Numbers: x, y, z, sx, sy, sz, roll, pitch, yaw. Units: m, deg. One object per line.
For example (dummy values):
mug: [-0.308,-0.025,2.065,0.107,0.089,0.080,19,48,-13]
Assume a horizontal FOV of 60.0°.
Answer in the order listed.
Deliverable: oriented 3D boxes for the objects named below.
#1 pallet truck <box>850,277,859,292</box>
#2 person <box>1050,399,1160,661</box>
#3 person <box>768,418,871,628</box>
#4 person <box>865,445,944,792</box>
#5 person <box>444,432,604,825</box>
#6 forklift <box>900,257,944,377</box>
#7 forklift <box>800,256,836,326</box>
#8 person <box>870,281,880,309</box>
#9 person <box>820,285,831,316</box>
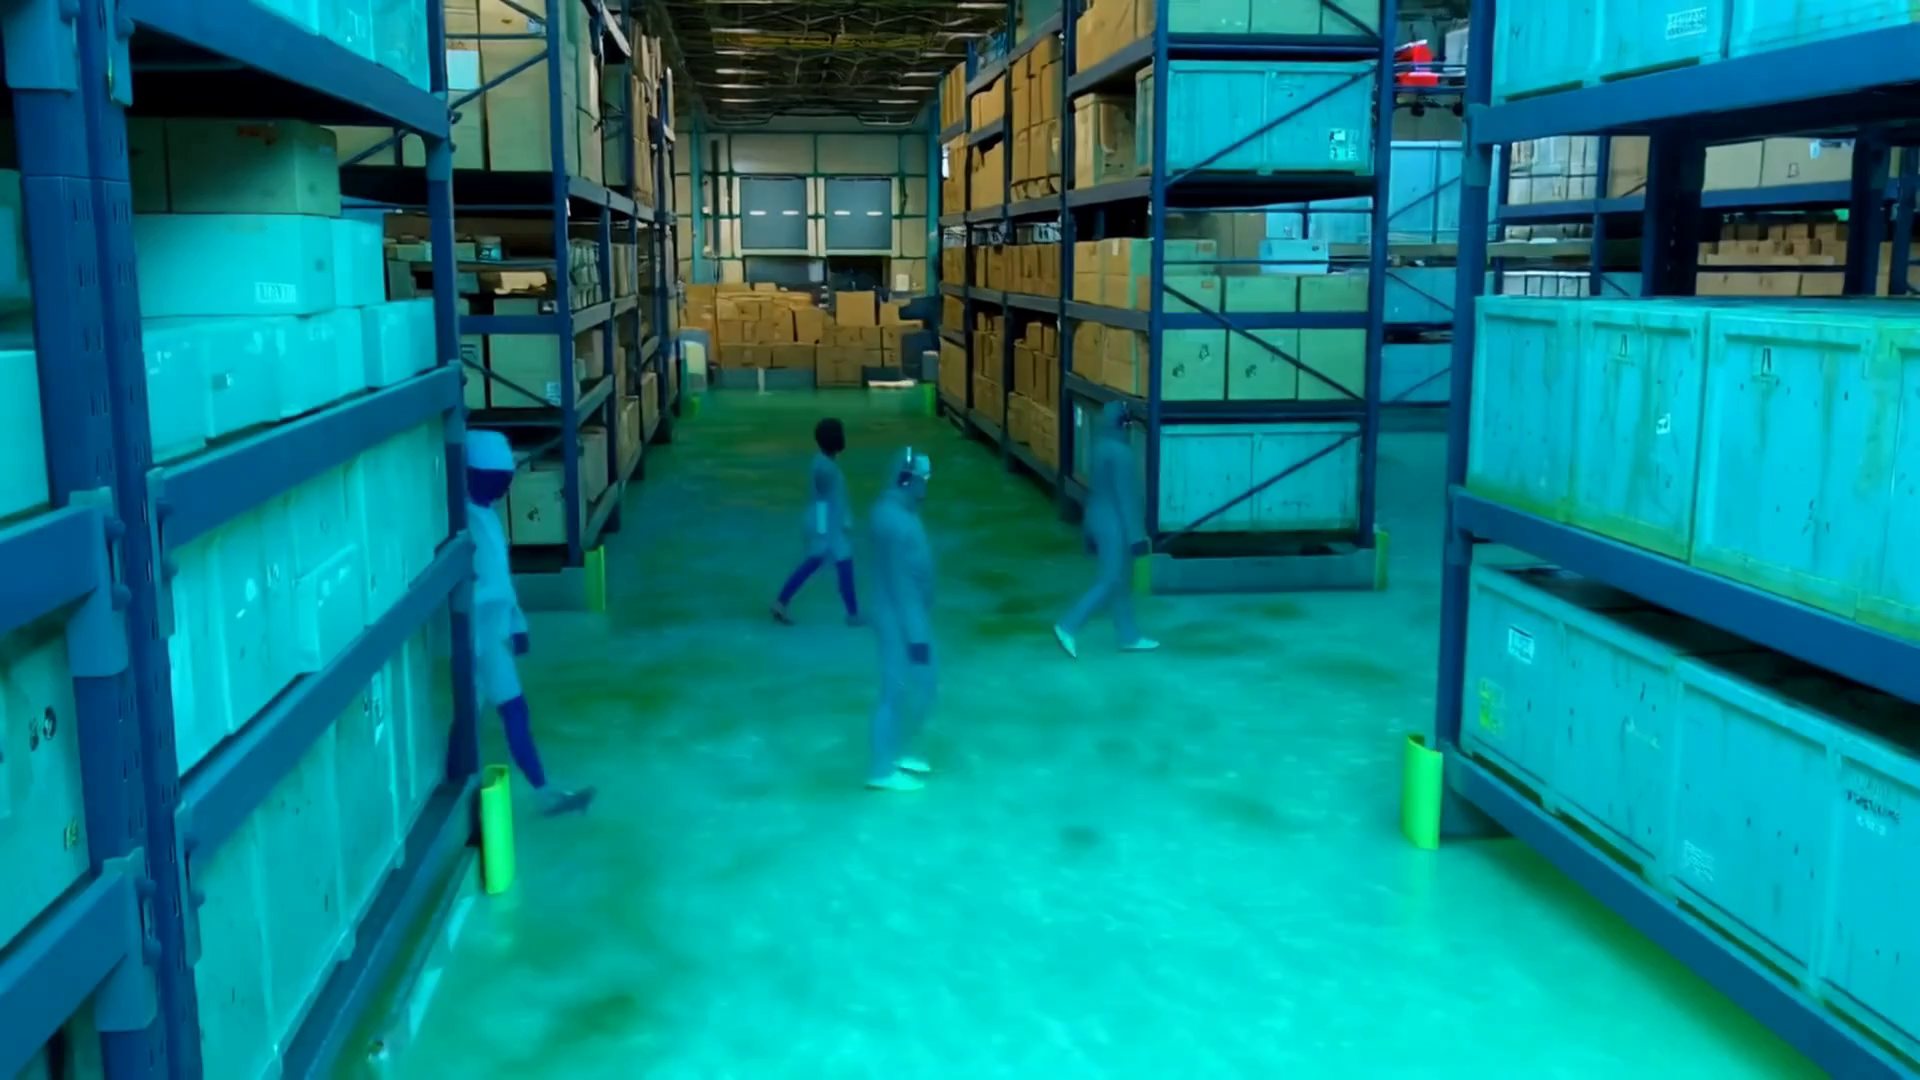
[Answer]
pallet truck: [-3.782,-9.391,65.808,1.885,1.965,0.823,2,10,10]
person: [1.054,-0.074,11.902,0.868,1.880,0.642,-3,10,-17]
person: [-1.078,-0.125,12.863,0.871,1.658,0.542,-1,10,-8]
person: [-0.276,0.429,8.942,0.524,1.886,0.688,-1,10,-7]
person: [-2.270,0.458,8.434,0.897,2.004,0.622,-1,10,-8]
forklift: [-0.369,-5.230,39.013,1.873,2.768,1.129,5,11,26]
forklift: [-5.102,-8.570,58.460,1.129,2.768,1.873,-6,12,-33]
person: [-3.236,-8.704,62.119,1.040,1.882,0.652,-5,11,-28]
person: [-4.379,-7.250,53.573,0.628,1.918,0.559,-2,10,-10]
